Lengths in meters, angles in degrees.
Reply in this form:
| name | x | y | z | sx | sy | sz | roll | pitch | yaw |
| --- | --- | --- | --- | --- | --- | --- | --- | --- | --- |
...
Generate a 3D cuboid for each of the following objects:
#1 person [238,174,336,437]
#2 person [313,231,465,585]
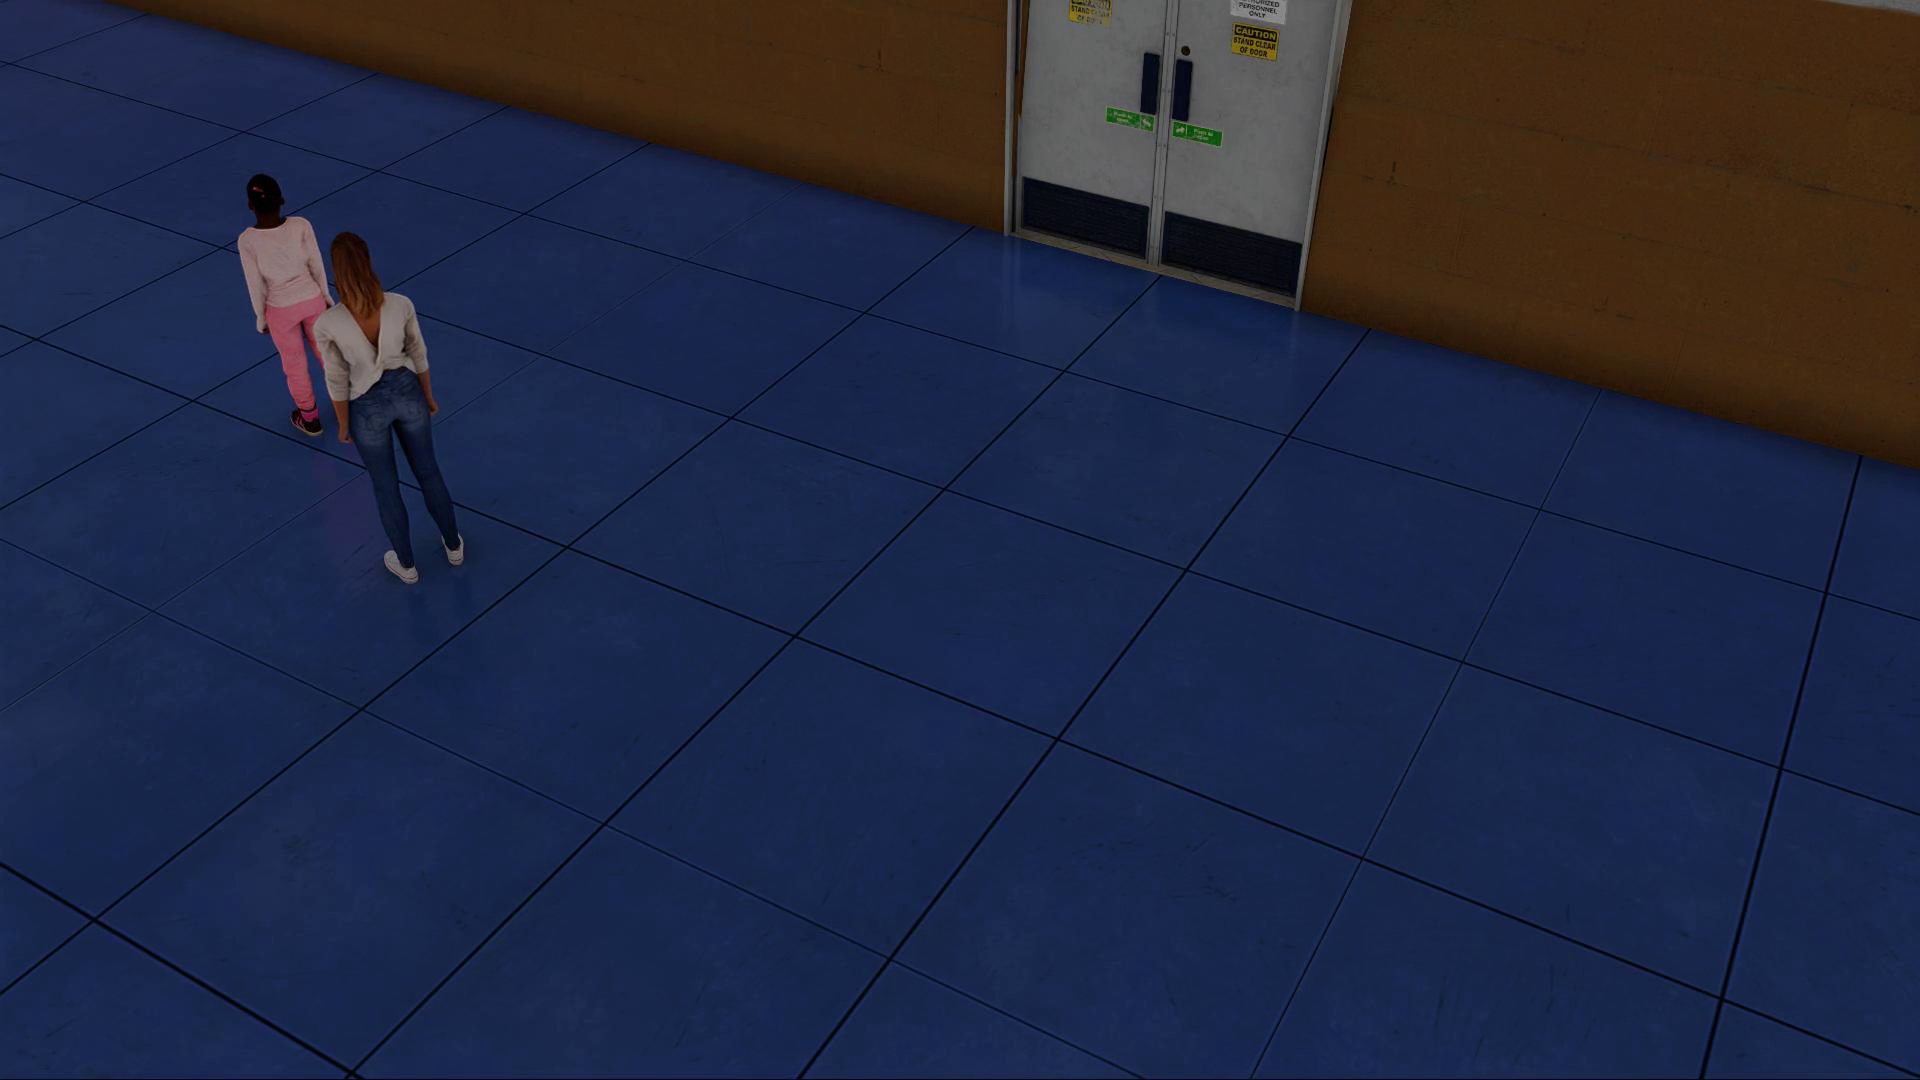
| name | x | y | z | sx | sy | sz | roll | pitch | yaw |
| --- | --- | --- | --- | --- | --- | --- | --- | --- | --- |
| person | -3.408 | -1.213 | 8.505 | 0.544 | 1.445 | 0.679 | -24 | 43 | -29 |
| person | -2.556 | -0.575 | 7.427 | 0.600 | 1.719 | 0.743 | -23 | 43 | -28 |
